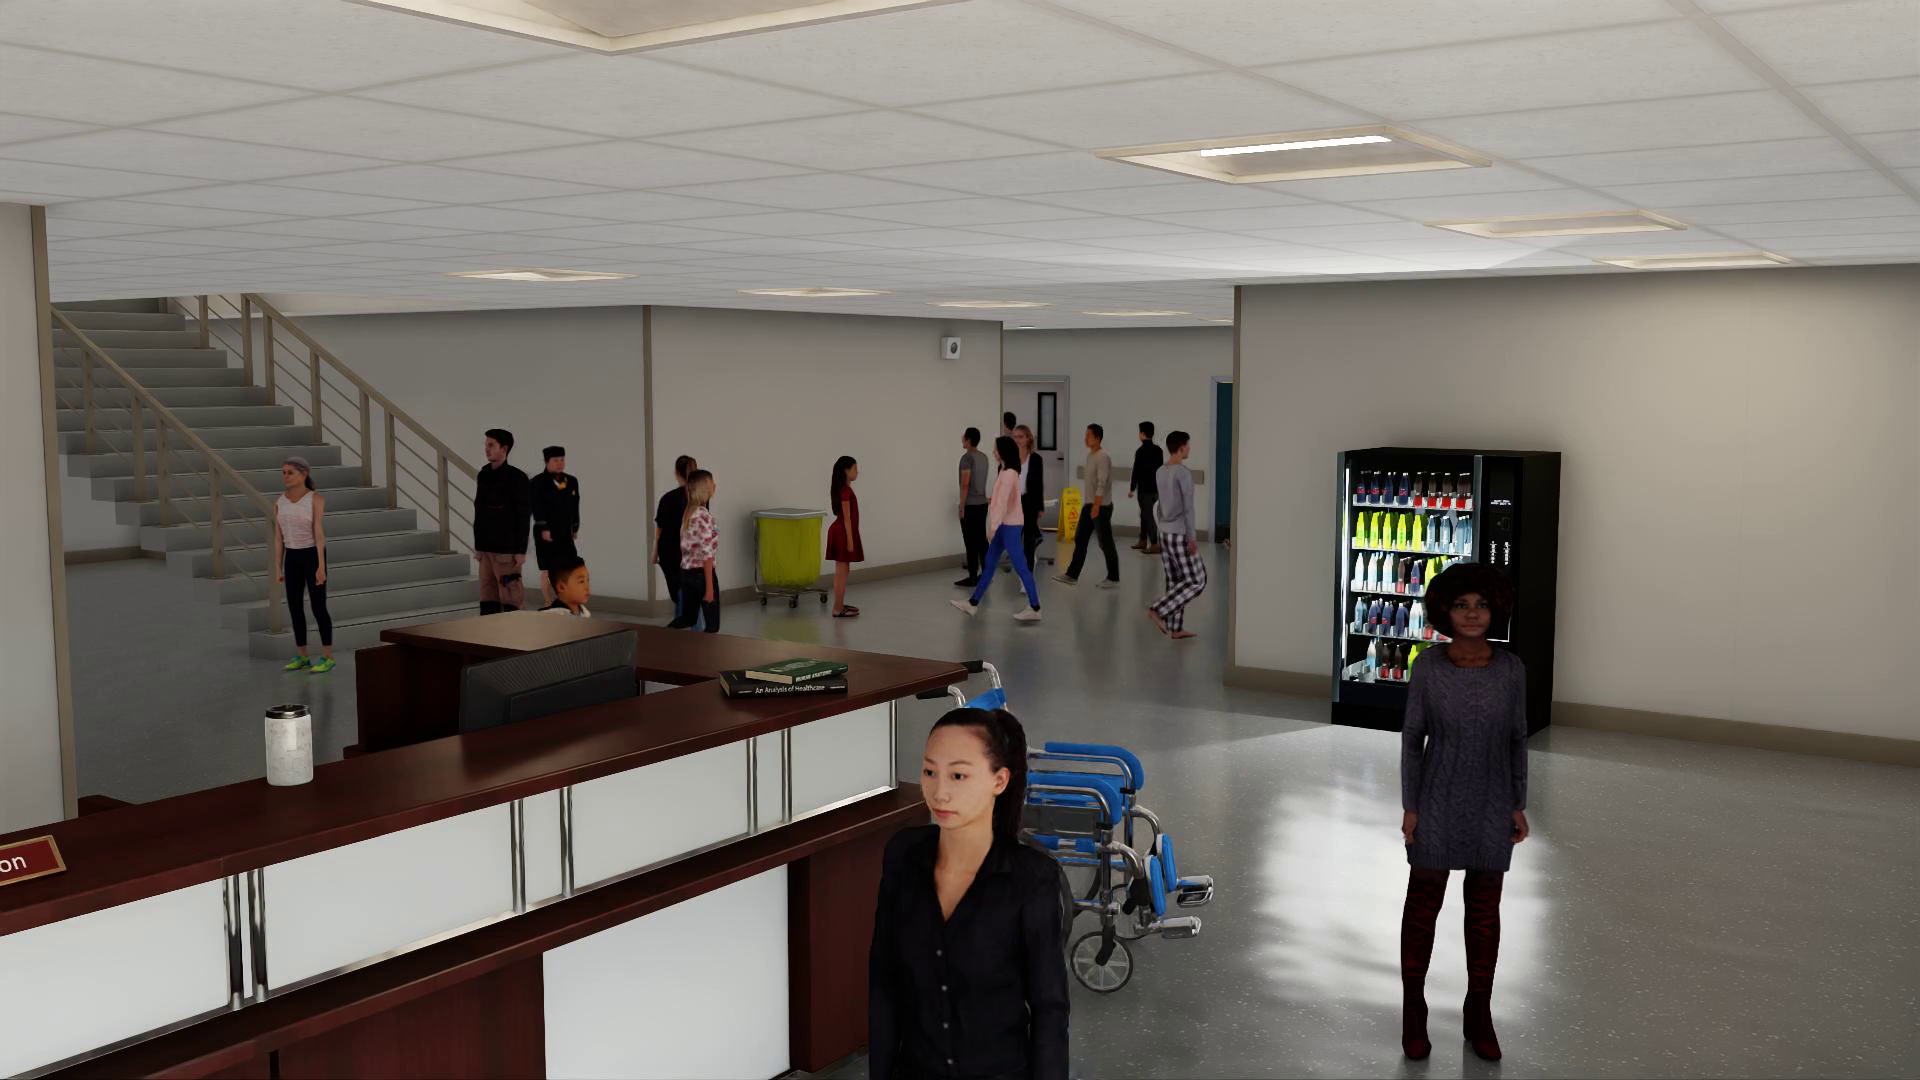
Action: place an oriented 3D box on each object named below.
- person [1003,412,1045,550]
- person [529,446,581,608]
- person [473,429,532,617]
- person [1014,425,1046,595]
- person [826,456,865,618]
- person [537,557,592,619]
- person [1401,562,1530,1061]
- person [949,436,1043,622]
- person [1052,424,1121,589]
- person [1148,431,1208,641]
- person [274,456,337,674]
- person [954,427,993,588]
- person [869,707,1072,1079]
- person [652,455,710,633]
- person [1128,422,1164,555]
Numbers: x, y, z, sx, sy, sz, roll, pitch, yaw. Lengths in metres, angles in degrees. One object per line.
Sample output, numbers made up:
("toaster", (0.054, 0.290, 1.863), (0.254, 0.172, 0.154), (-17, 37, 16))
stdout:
("person", (0.734, -0.733, 21.729), (1.165, 1.804, 0.747), (5, 8, 40))
("person", (-3.860, -0.046, 15.669), (0.856, 1.648, 0.996), (-4, 7, -35))
("person", (-3.556, 0.096, 12.885), (0.531, 1.924, 0.753), (4, 7, 33))
("person", (0.679, -0.326, 17.753), (0.865, 1.789, 0.791), (2, 6, 20))
("person", (-1.134, -0.044, 16.144), (0.742, 1.551, 0.682), (-1, 6, -13))
("person", (-2.015, 0.813, 8.260), (1.007, 1.423, 0.818), (1, 6, 13))
("person", (1.726, 0.923, 5.726), (0.604, 1.710, 0.721), (1, 6, 6))
("person", (0.545, -0.068, 15.520), (1.213, 1.723, 1.032), (0, 6, 4))
("person", (1.589, -0.356, 18.065), (1.072, 1.786, 1.057), (-2, 6, -18))
("person", (1.832, -0.024, 14.514), (0.881, 1.837, 0.856), (-3, 6, -28))
("person", (-5.155, 0.188, 13.102), (0.585, 1.698, 0.732), (1, 6, 14))
("person", (0.155, -0.376, 18.451), (0.536, 1.750, 0.624), (3, 7, 30))
("person", (0.032, 1.163, 3.370), (0.618, 1.706, 0.715), (3, 6, 24))
("person", (-2.208, 0.178, 13.526), (0.814, 1.633, 1.178), (-5, 7, -40))
("person", (2.495, -0.665, 21.508), (0.814, 1.712, 0.707), (5, 8, 41))
